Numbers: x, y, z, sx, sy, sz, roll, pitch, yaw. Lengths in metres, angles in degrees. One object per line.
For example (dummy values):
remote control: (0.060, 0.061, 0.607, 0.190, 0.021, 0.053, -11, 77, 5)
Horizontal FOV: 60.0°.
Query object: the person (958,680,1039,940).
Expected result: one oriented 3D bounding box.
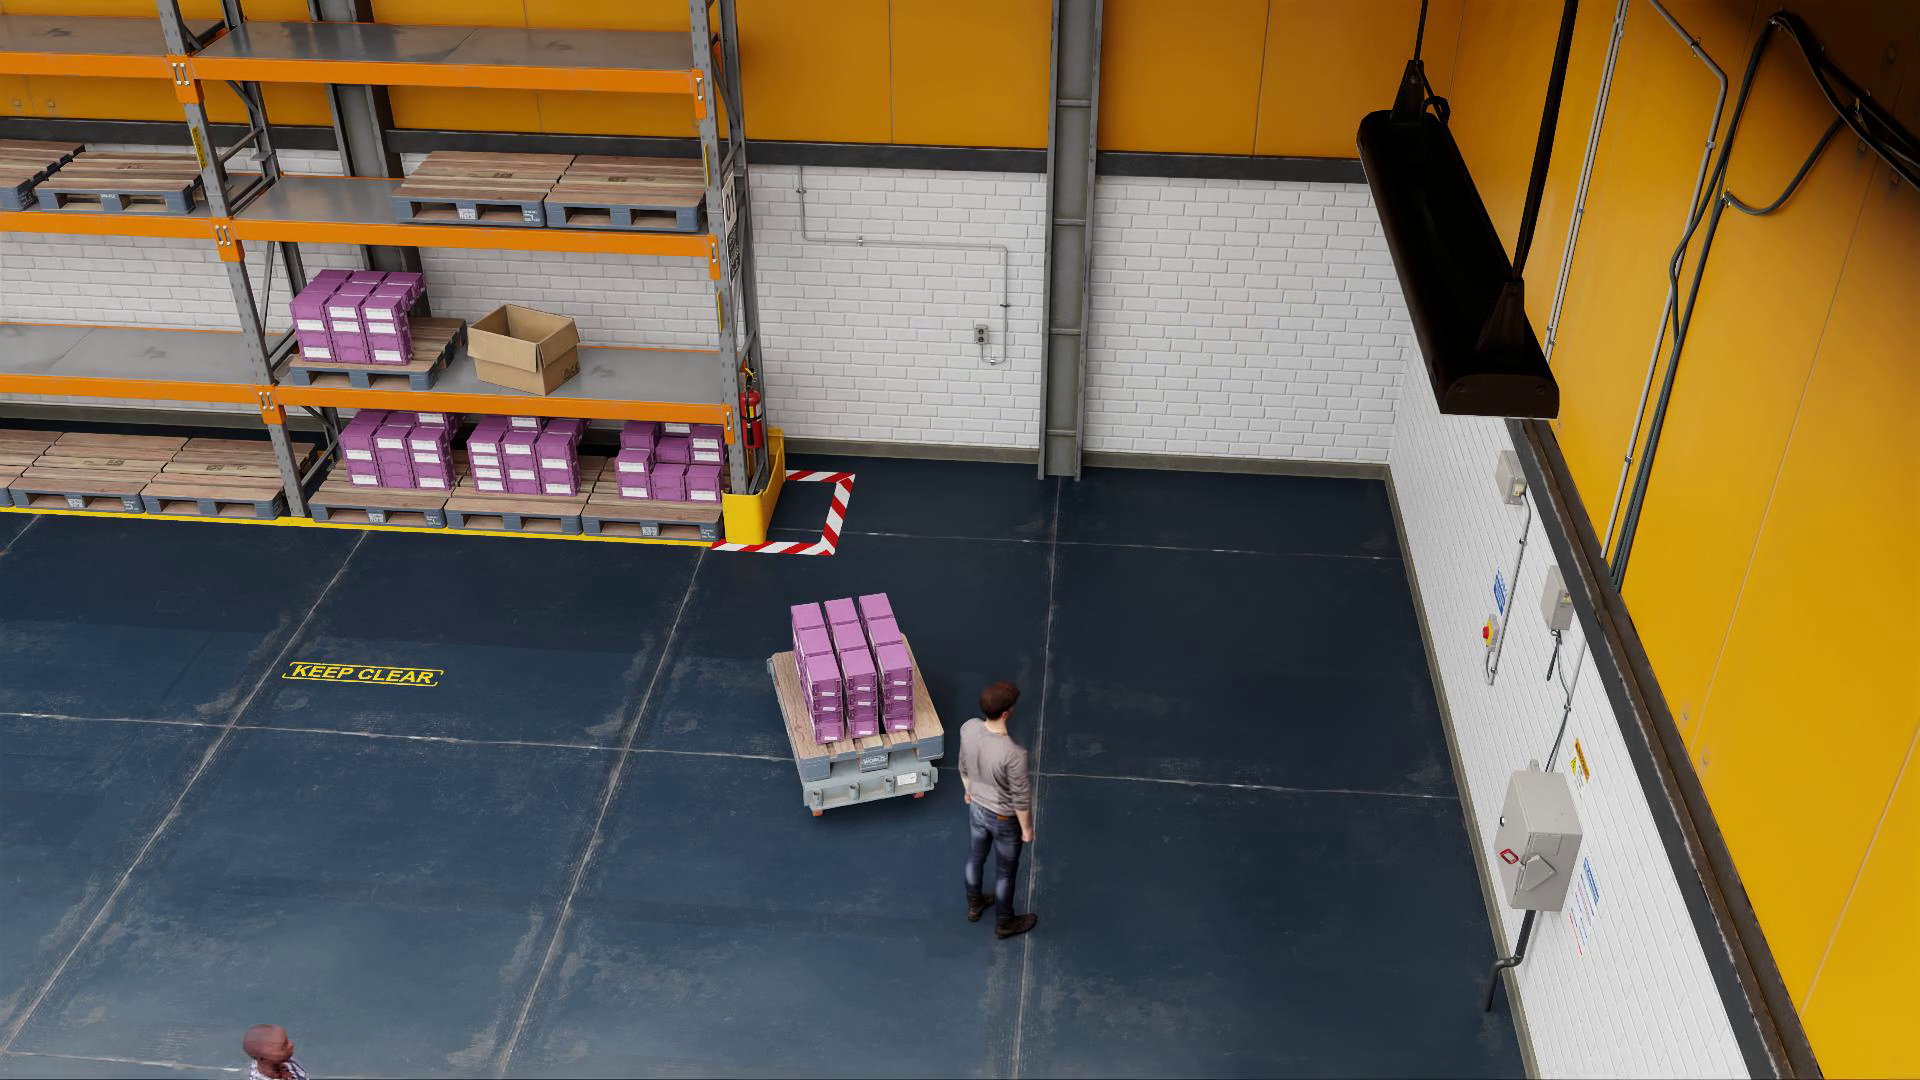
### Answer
person: (0.215, 1.657, 10.216, 0.751, 1.903, 0.843, 28, 42, 35)
